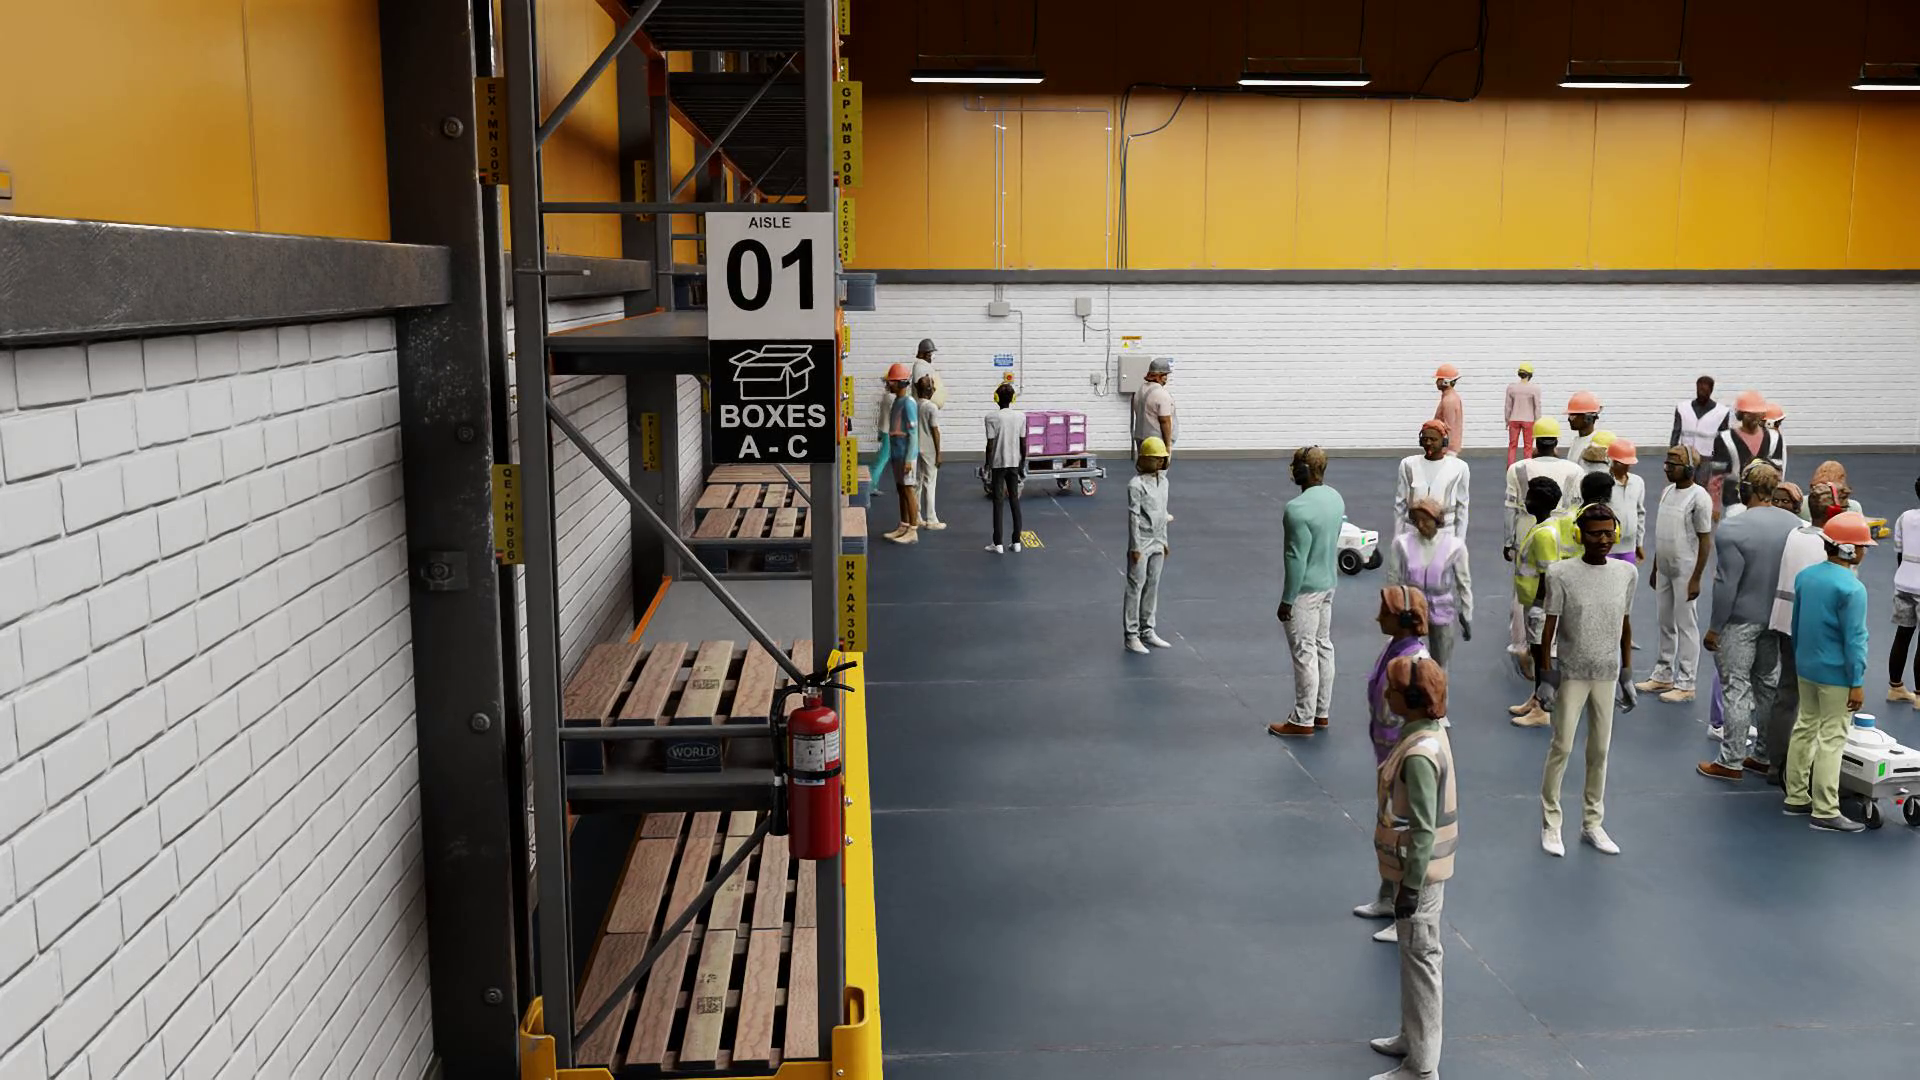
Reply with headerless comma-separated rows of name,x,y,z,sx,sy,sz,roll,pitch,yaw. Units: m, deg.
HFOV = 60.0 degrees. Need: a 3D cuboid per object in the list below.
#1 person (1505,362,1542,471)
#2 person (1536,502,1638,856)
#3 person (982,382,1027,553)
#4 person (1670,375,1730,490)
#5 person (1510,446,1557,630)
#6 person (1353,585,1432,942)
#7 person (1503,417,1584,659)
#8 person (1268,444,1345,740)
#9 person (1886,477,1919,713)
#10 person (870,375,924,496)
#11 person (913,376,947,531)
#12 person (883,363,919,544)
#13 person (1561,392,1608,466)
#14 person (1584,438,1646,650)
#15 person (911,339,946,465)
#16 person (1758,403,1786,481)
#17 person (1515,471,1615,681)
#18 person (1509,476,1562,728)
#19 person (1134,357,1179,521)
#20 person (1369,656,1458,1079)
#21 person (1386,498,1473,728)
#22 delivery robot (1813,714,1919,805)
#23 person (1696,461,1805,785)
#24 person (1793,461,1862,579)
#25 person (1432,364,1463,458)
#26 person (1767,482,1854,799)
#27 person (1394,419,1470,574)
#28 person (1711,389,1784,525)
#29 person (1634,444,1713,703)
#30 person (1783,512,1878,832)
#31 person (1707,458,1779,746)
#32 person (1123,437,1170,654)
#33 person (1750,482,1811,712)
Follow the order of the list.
person,8.271,-1.727,24.430,0.533,1.765,0.326,7,11,37
person,3.289,0.725,8.700,0.533,1.870,0.315,-1,9,-5
person,0.481,-0.790,18.213,0.531,1.870,0.317,-4,10,-24
person,8.615,-0.985,19.375,0.606,1.897,0.805,7,11,37
person,4.930,-0.028,14.146,0.520,1.639,0.312,2,9,10
person,2.018,1.013,7.605,0.315,1.641,0.514,0,9,0
person,4.608,-0.015,13.197,0.587,1.920,0.396,2,9,12
person,2.278,0.337,10.919,0.372,1.940,0.631,7,11,36
person,6.722,0.351,11.592,0.318,1.697,0.534,-1,9,-8
person,-0.884,-1.469,22.953,0.913,1.720,0.531,-3,10,-19
person,-0.411,-1.031,19.812,0.507,1.844,0.345,9,13,44
person,-0.667,-0.970,18.797,0.394,2.044,0.609,-3,9,-17
person,5.329,-0.254,14.308,0.393,2.041,0.614,0,9,2
person,5.297,0.037,13.440,0.575,1.737,0.355,-3,10,-19
person,-0.490,-2.145,26.187,0.535,2.000,0.674,1,9,6
person,8.110,-0.500,16.752,0.335,1.749,0.576,5,10,29
person,4.406,0.305,11.991,0.576,1.664,0.668,-6,11,-34
person,3.893,0.413,11.201,0.316,1.696,0.540,3,9,17
person,2.455,-1.254,20.593,0.536,2.000,0.683,-4,10,-26
person,1.695,1.236,6.216,0.310,1.638,0.522,3,9,16
person,3.062,0.511,10.907,0.584,1.576,0.870,3,10,19
delivery robot,5.084,1.226,9.378,0.477,0.478,0.707,-2,9,-11
person,4.721,0.492,9.943,0.635,1.938,0.359,-3,10,-21
person,6.566,0.211,12.667,0.507,1.632,0.265,7,11,36
person,5.732,-1.081,19.647,0.379,1.996,0.610,4,10,21
person,4.955,0.575,9.711,0.393,1.846,0.564,-2,9,-9
person,3.779,-0.029,13.392,0.584,1.882,0.349,4,10,26
person,7.106,-0.374,15.121,0.609,2.023,0.818,0,9,1
person,5.106,0.234,11.859,0.338,1.845,0.514,-2,9,-12
person,4.804,0.711,9.147,0.336,1.749,0.575,-1,9,-4
person,5.113,0.390,10.804,0.311,1.869,0.532,9,13,44
person,1.534,0.035,13.424,0.306,1.745,0.483,8,12,41
person,5.580,0.416,11.360,0.511,1.641,0.308,7,12,38
